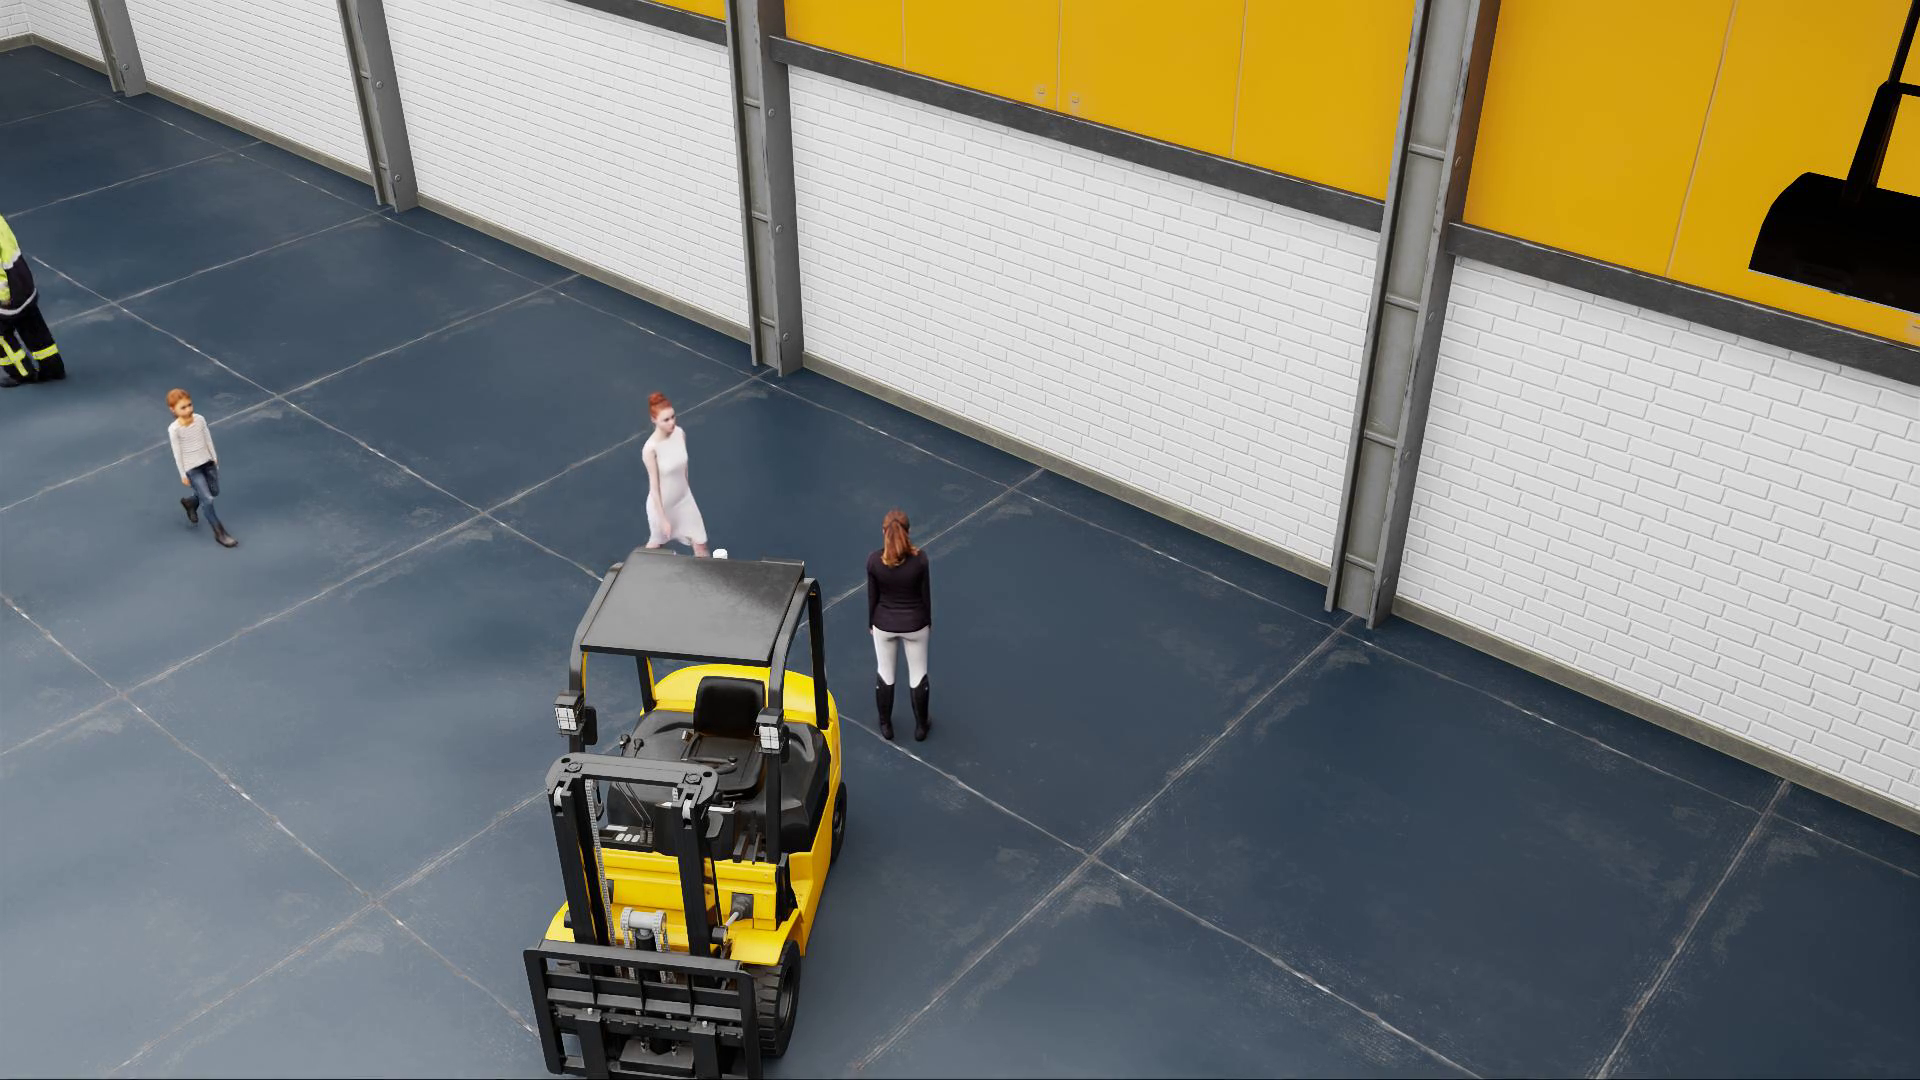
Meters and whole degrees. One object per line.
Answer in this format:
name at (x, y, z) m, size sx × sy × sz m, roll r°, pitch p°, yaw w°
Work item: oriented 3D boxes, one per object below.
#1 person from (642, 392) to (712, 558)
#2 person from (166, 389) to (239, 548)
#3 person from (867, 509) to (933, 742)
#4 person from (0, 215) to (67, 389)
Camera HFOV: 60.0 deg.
person at (-2.119, -0.256, 11.746) m, size 1.068 × 1.756 × 0.620 m, roll 22°, pitch 40°, yaw 30°
person at (-5.825, -0.567, 12.623) m, size 0.824 × 1.304 × 0.551 m, roll 18°, pitch 38°, yaw 25°
person at (-0.377, 0.554, 10.551) m, size 0.642 × 1.730 × 0.714 m, roll 1°, pitch 34°, yaw 1°
person at (-8.276, -2.265, 14.582) m, size 1.019 × 1.962 × 0.933 m, roll -9°, pitch 35°, yaw -13°
